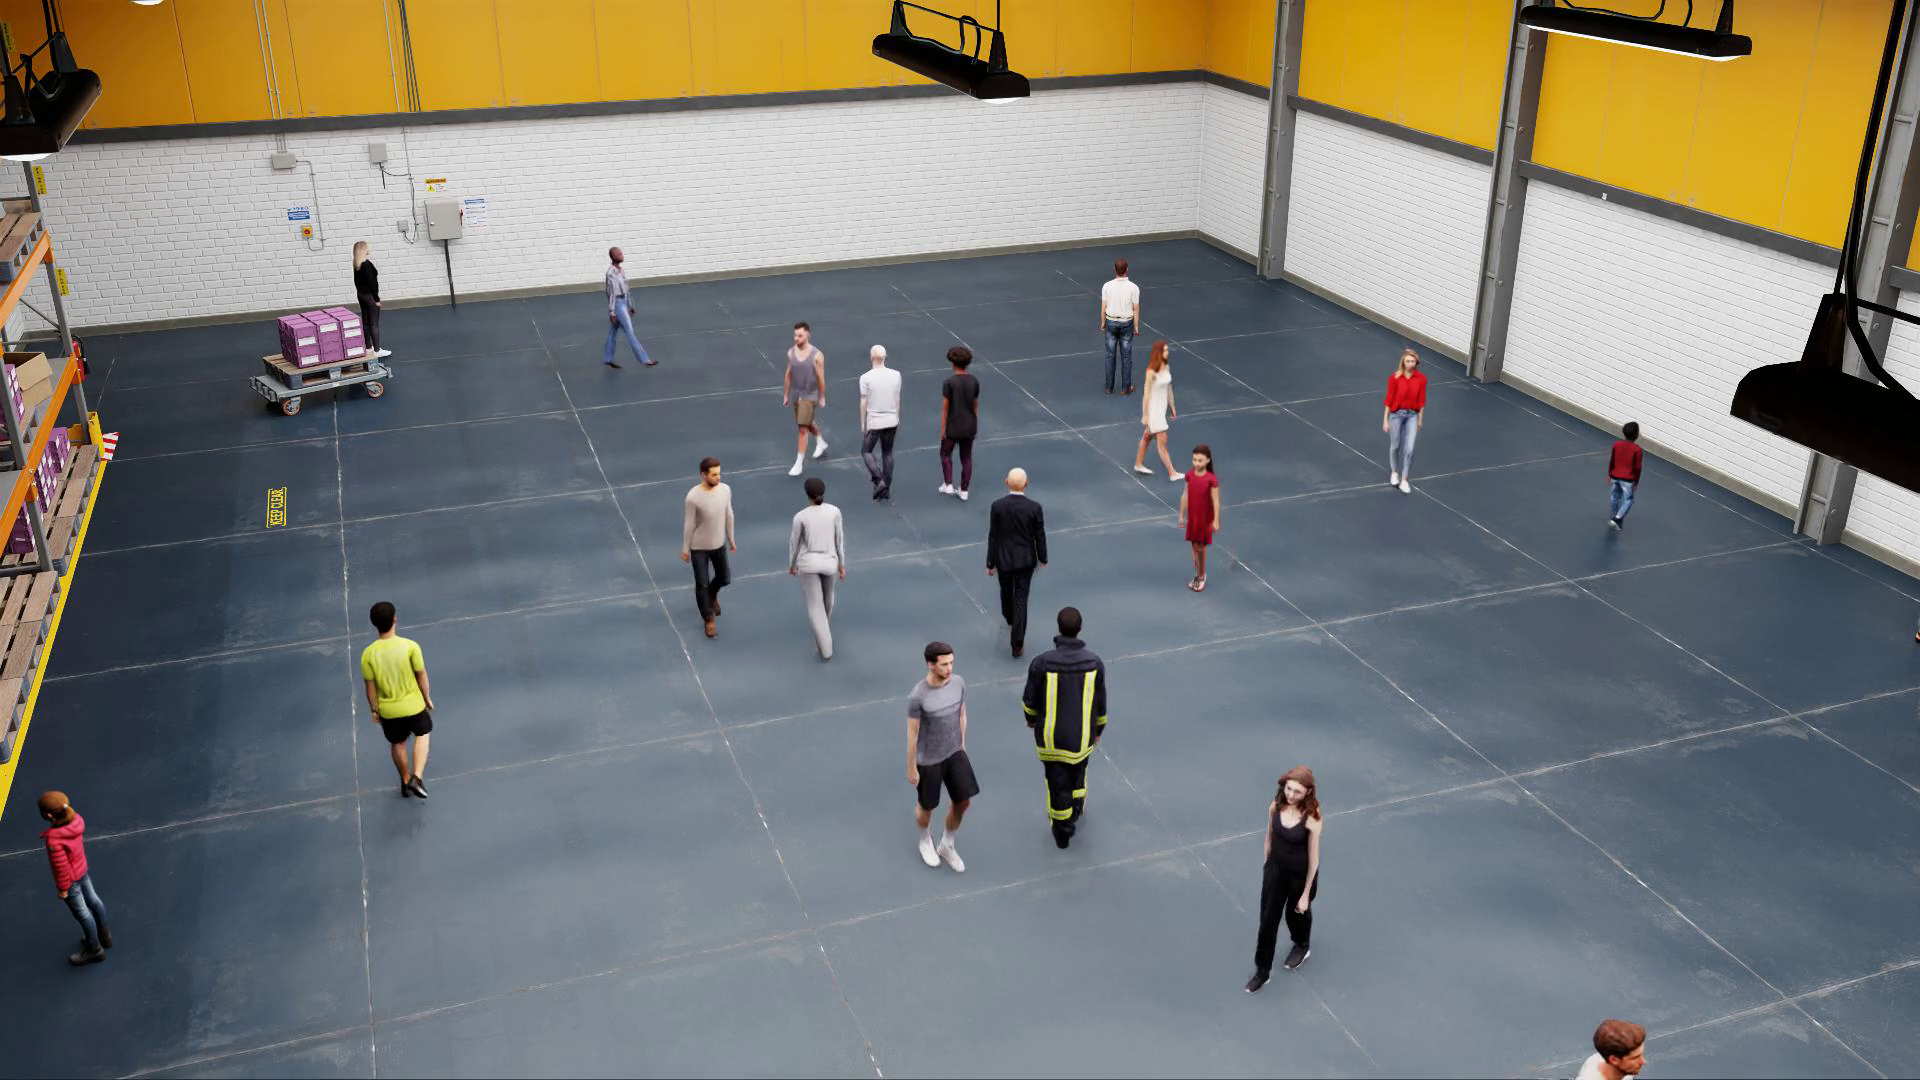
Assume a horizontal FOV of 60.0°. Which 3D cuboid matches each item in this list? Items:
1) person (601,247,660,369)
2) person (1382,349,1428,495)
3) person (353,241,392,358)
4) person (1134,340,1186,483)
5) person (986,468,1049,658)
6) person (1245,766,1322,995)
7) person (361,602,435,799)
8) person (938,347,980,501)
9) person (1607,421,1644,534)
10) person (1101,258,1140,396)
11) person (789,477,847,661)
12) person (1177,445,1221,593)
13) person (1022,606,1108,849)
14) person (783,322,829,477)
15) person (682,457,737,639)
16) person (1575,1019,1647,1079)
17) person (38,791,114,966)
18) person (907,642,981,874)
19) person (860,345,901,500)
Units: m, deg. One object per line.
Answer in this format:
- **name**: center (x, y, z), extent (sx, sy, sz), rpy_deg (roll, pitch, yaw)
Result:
- **person**: center (-4.899, -3.235, 23.437), extent (1.025, 1.760, 1.141), rpy_deg (2, 24, 4)
- **person**: center (5.163, -1.430, 19.404), extent (0.836, 1.682, 0.943), rpy_deg (2, 24, 5)
- **person**: center (-8.596, -3.499, 24.132), extent (0.634, 1.685, 0.755), rpy_deg (20, 30, 37)
- **person**: center (2.244, -1.544, 19.666), extent (1.120, 1.681, 0.913), rpy_deg (19, 30, 36)
- **person**: center (0.515, 0.240, 15.490), extent (1.061, 1.757, 1.287), rpy_deg (3, 24, 6)
- **person**: center (2.253, 2.190, 11.107), extent (0.972, 1.695, 0.947), rpy_deg (20, 31, 38)
- **person**: center (-4.411, 1.317, 13.104), extent (0.695, 1.695, 0.811), rpy_deg (-5, 24, -12)
- **person**: center (0.034, -1.297, 19.006), extent (0.664, 1.757, 0.689), rpy_deg (-12, 26, -25)
- **person**: center (7.270, -0.690, 18.258), extent (0.727, 1.245, 0.734), rpy_deg (-21, 31, -39)
- **person**: center (2.151, -2.897, 22.546), extent (0.750, 1.853, 0.753), rpy_deg (5, 24, 11)
- **person**: center (-1.292, 0.291, 15.452), extent (0.646, 1.694, 1.063), rpy_deg (-8, 25, -17)
- **person**: center (2.474, -0.259, 16.900), extent (0.716, 1.542, 0.772), rpy_deg (16, 28, 32)
- **person**: center (0.805, 1.453, 12.536), extent (0.897, 1.901, 0.968), rpy_deg (-3, 24, -7)
- **person**: center (-1.819, -1.742, 19.971), extent (1.175, 1.804, 1.243), rpy_deg (11, 26, 23)
- **person**: center (-2.429, 0.034, 15.856), extent (0.788, 1.841, 0.903), rpy_deg (-14, 27, -29)
- **person**: center (3.145, 3.195, 8.574), extent (1.040, 1.882, 0.927), rpy_deg (20, 31, 38)
- **person**: center (-6.042, 2.286, 11.359), extent (0.624, 1.317, 0.511), rpy_deg (-1, 24, -3)
- **person**: center (-0.211, 1.553, 12.362), extent (0.757, 1.856, 0.761), rpy_deg (-12, 26, -26)
- **person**: center (-0.867, -1.295, 18.928), extent (0.665, 1.817, 0.818), rpy_deg (-10, 26, -22)
